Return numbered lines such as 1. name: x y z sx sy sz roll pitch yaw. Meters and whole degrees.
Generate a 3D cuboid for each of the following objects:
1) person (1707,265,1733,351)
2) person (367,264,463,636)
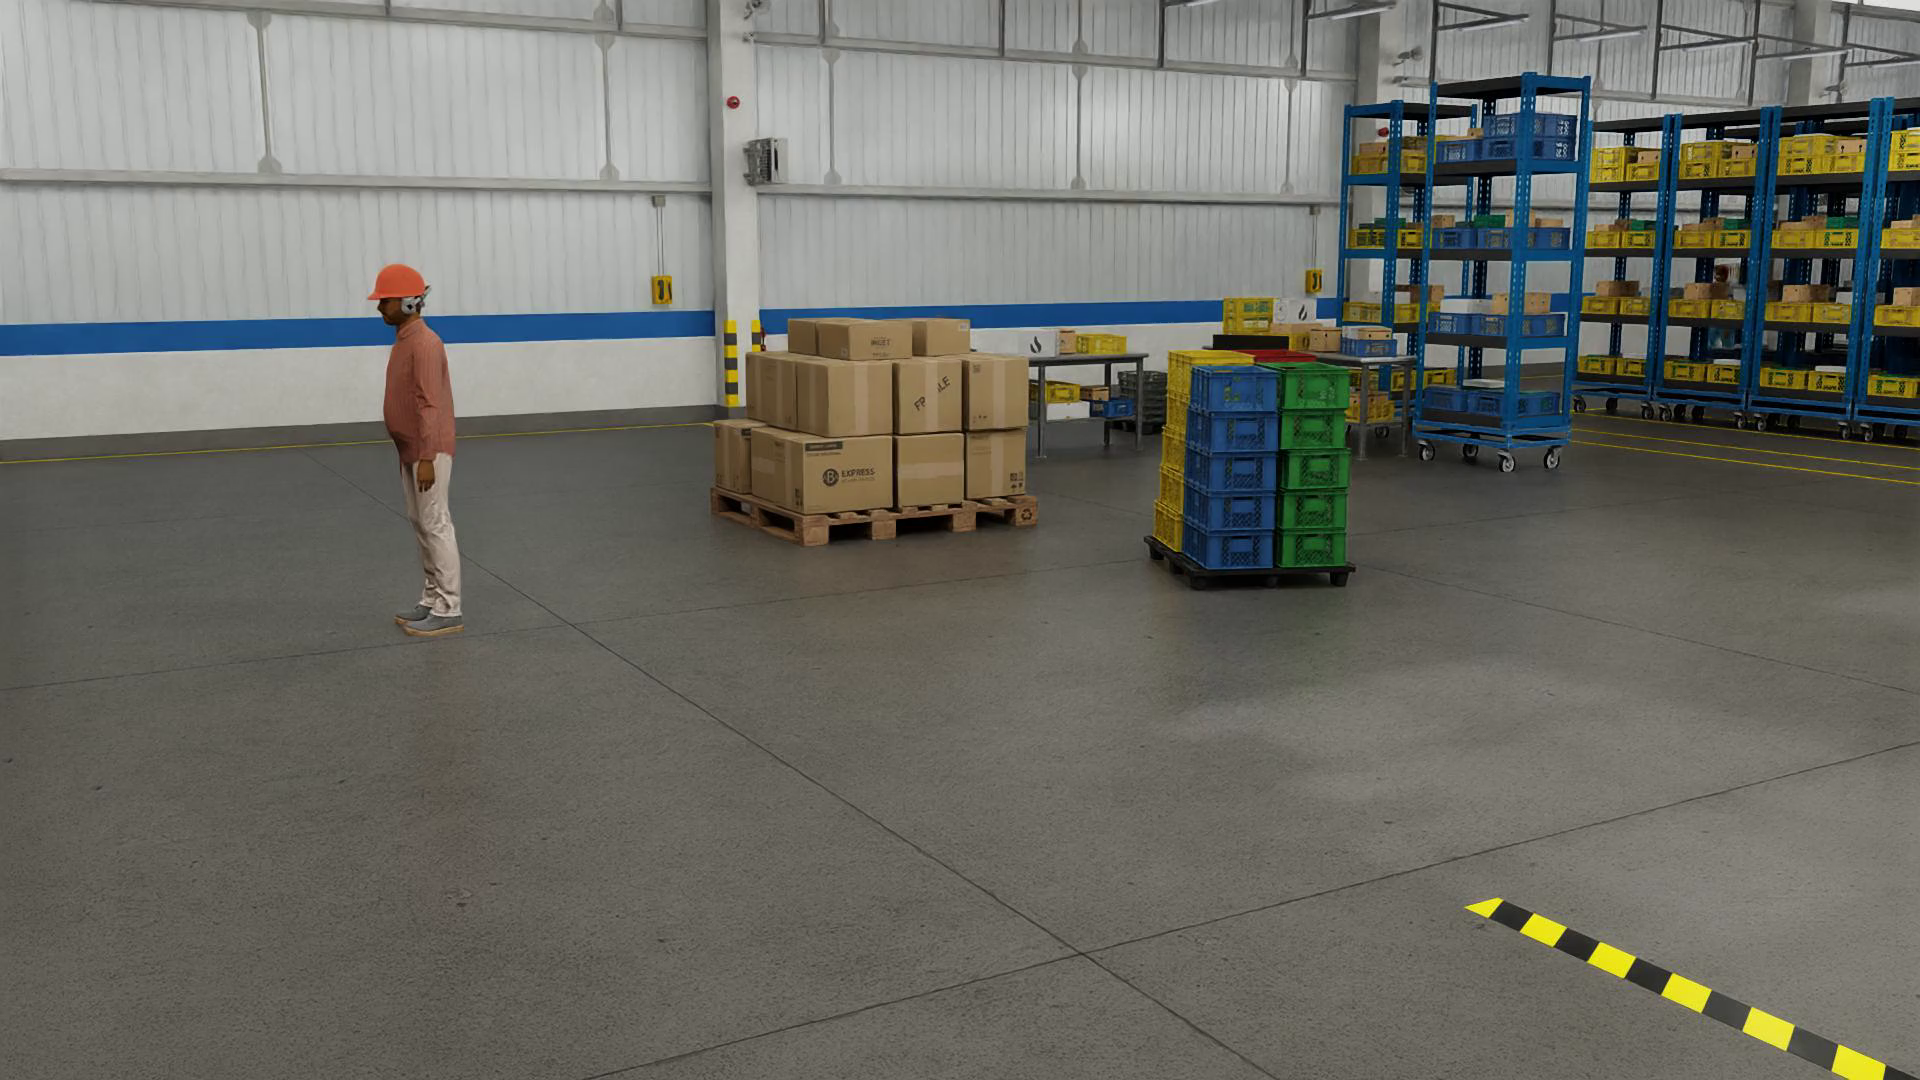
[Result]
1. person: 11.120 -3.138 24.494 0.919 1.798 0.594 -3 10 -17
2. person: -2.924 -0.479 8.938 0.409 1.987 0.608 -6 12 -32
